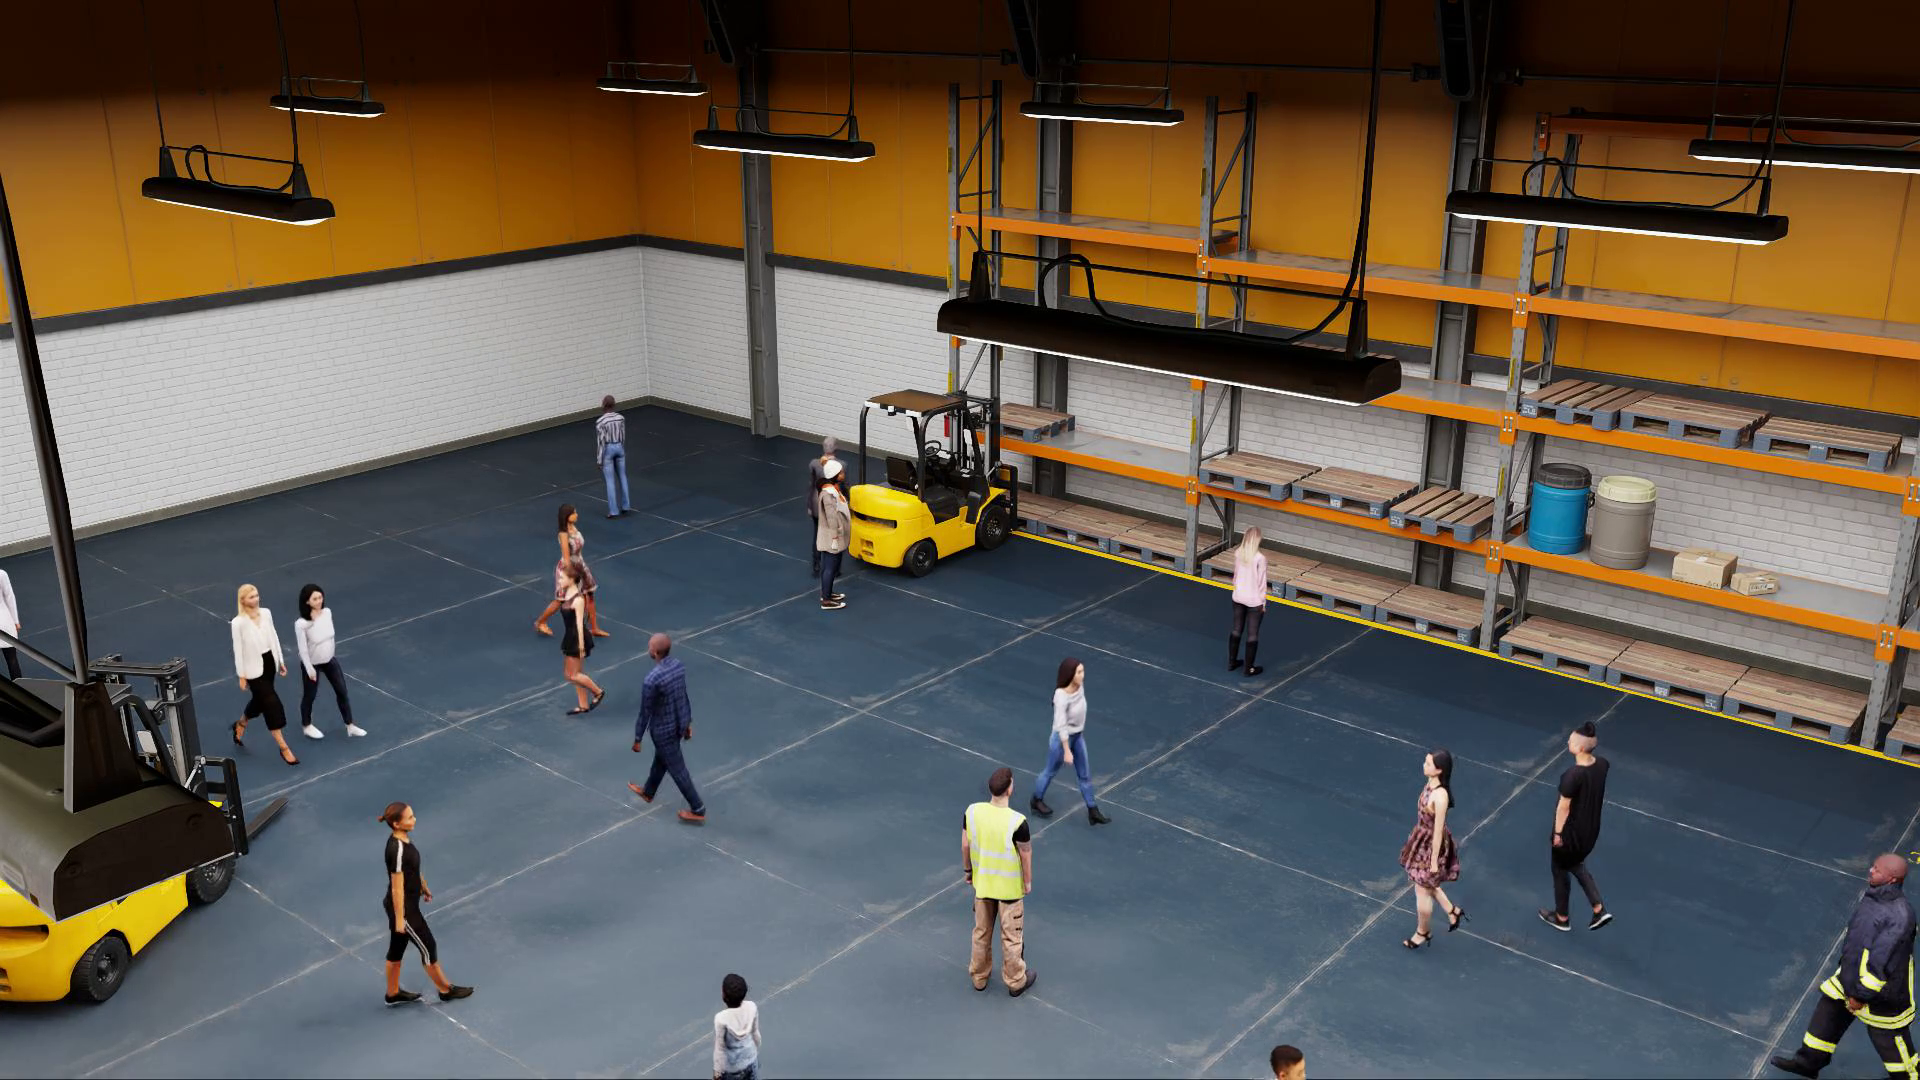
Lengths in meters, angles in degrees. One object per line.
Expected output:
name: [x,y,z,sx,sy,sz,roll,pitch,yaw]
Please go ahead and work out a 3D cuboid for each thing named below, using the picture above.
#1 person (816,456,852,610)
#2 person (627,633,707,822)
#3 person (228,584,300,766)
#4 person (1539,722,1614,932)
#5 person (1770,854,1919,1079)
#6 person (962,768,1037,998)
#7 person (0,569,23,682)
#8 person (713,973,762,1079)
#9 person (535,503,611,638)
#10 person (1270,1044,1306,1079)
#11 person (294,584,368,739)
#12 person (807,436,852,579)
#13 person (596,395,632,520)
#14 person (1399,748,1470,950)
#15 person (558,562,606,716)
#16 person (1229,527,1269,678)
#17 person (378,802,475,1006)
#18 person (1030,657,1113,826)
person: [-1.591,-0.113,20.227,0.872,1.892,0.801,-4,19,-10]
person: [-2.561,1.724,14.974,1.226,1.763,0.870,9,21,25]
person: [-6.850,1.300,16.130,1.203,1.828,0.840,8,20,22]
person: [4.938,2.300,13.123,0.838,1.853,0.951,-12,22,-31]
person: [6.271,2.970,11.242,1.308,1.783,1.159,2,19,5]
person: [0.291,2.540,12.423,0.737,1.845,0.845,8,20,22]
person: [-10.101,0.894,17.370,0.691,1.807,0.693,-6,20,-18]
person: [-1.431,3.394,10.816,0.568,1.251,0.768,-15,24,-37]
person: [-4.566,0.387,19.184,1.184,1.611,0.992,3,19,7]
person: [1.844,3.615,9.850,0.767,1.450,0.586,11,22,29]
person: [-6.480,1.216,16.631,1.022,1.668,0.802,9,21,26]
person: [-1.686,-0.410,21.224,0.806,1.818,0.897,1,19,3]
person: [-4.912,-1.181,23.551,0.534,1.795,0.629,17,25,40]
person: [3.737,2.417,12.919,0.933,1.761,0.845,2,19,6]
person: [-3.882,1.035,17.174,0.767,1.665,0.704,-9,21,-26]
person: [3.158,0.660,18.255,0.689,1.685,0.533,-15,24,-37]
person: [-4.175,2.705,12.245,0.943,1.646,0.934,-5,19,-14]
person: [0.883,1.815,14.982,1.063,1.586,0.699,12,22,32]
